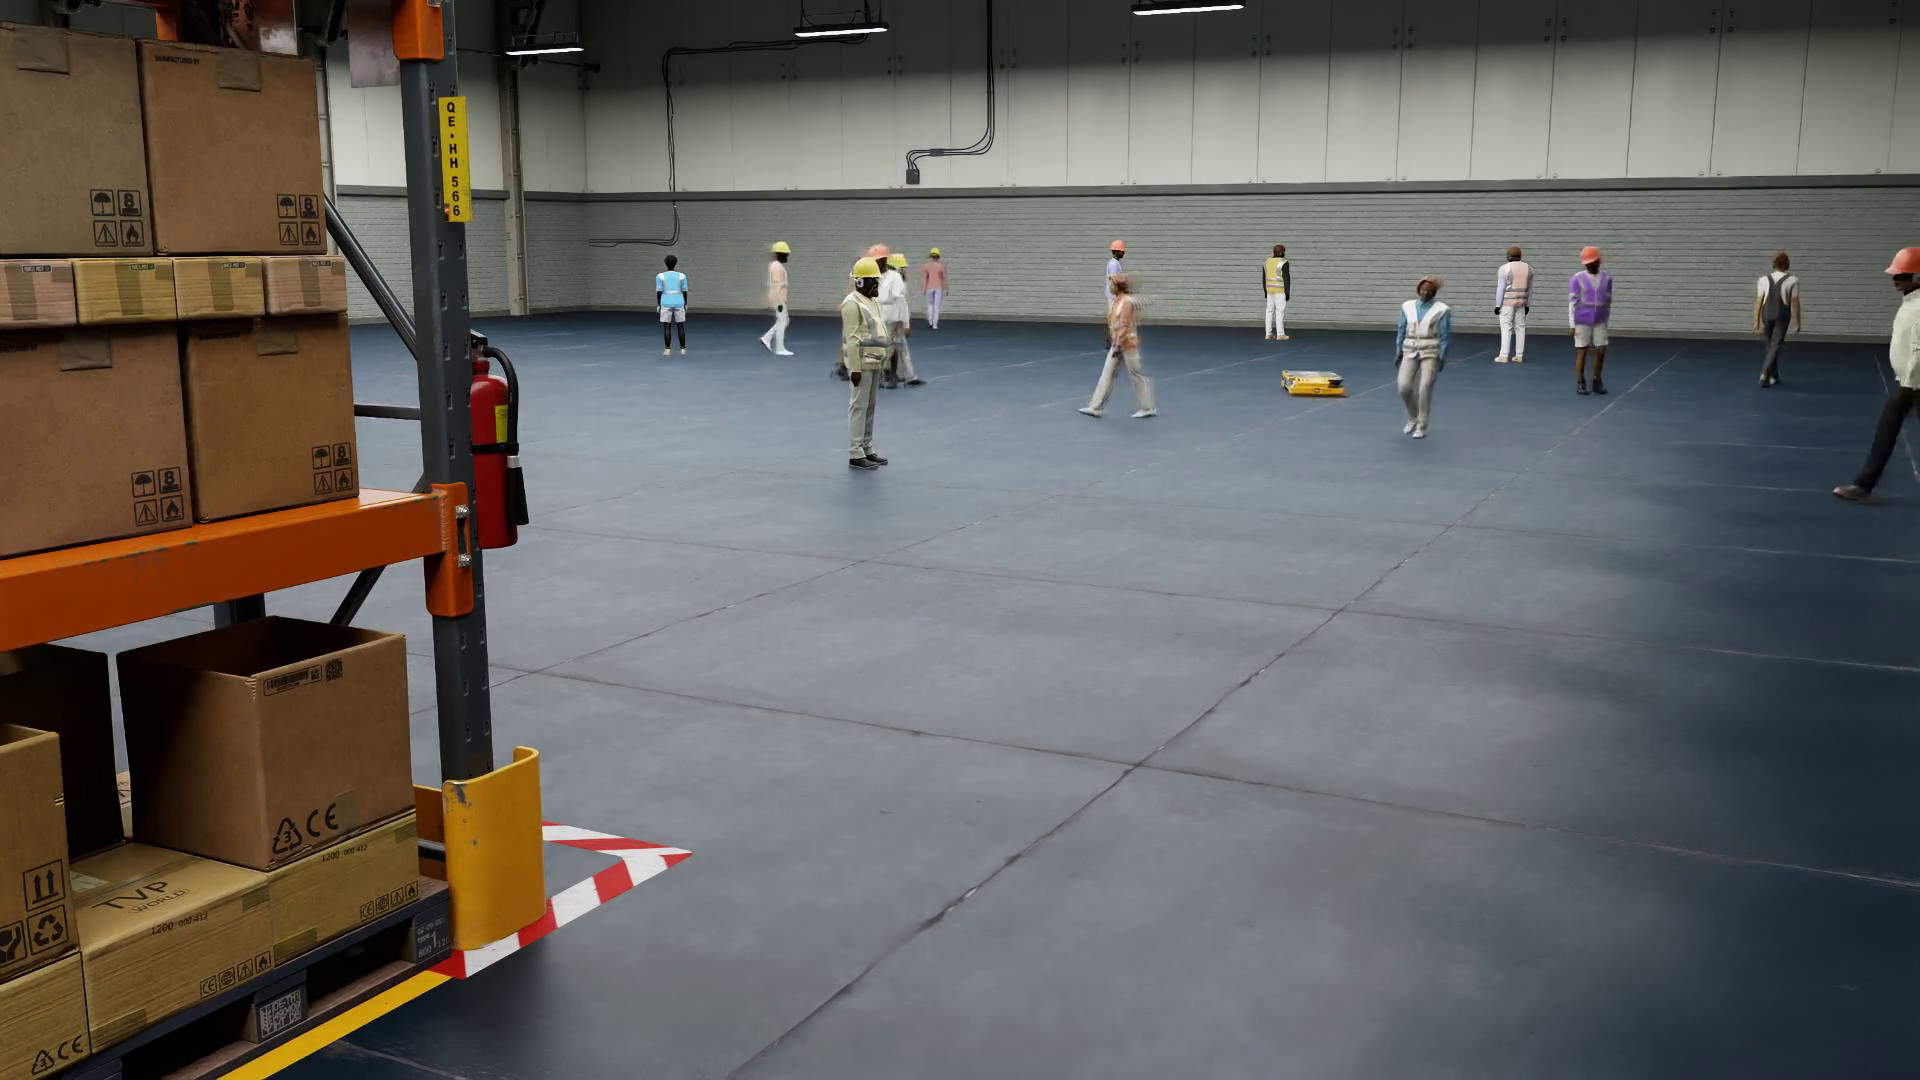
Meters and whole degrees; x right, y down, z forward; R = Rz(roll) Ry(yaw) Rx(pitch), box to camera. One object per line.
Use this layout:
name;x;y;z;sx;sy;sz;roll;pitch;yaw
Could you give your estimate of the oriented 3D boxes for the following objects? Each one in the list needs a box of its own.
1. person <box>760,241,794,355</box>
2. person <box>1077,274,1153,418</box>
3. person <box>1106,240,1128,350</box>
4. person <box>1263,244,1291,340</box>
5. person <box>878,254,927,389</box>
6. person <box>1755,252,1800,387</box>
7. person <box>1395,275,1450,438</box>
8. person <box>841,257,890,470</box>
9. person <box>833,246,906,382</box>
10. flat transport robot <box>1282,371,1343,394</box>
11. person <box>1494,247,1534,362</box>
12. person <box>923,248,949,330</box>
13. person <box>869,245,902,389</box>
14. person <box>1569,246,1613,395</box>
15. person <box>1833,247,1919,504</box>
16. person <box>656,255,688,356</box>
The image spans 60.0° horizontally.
person;-3.072;-4.067;28.051;0.497;1.914;0.604;-1;10;-7
person;1.771;-2.132;18.384;0.851;1.592;0.521;-3;11;-18
person;2.777;-4.346;29.528;0.375;1.935;0.551;1;10;6
person;6.185;-4.820;32.377;0.429;1.840;0.633;-8;13;-37
person;-0.880;-2.882;21.974;0.914;1.787;0.623;-4;11;-22
person;10.967;-2.960;22.352;0.528;1.809;0.959;10;14;43
person;4.604;-1.824;16.616;0.531;1.619;0.368;7;12;33
person;-0.812;-1.535;14.484;0.404;1.830;0.603;3;11;15
person;-1.290;-3.112;22.988;1.009;1.885;0.582;1;10;5
flat transport robot;4.557;-2.047;21.538;0.652;0.197;1.431;1;10;6
person;8.822;-3.756;26.576;0.634;1.839;0.429;-3;11;-15
person;-0.513;-5.406;35.805;0.539;1.744;0.558;2;11;13
person;-1.026;-2.885;21.691;0.554;1.881;0.959;3;11;15
person;7.947;-2.762;21.005;0.563;1.890;0.543;0;10;0
person;7.127;-1.196;12.372;0.963;1.945;0.620;2;11;11
person;-4.822;-3.923;27.872;0.539;1.695;0.318;-4;11;-19
